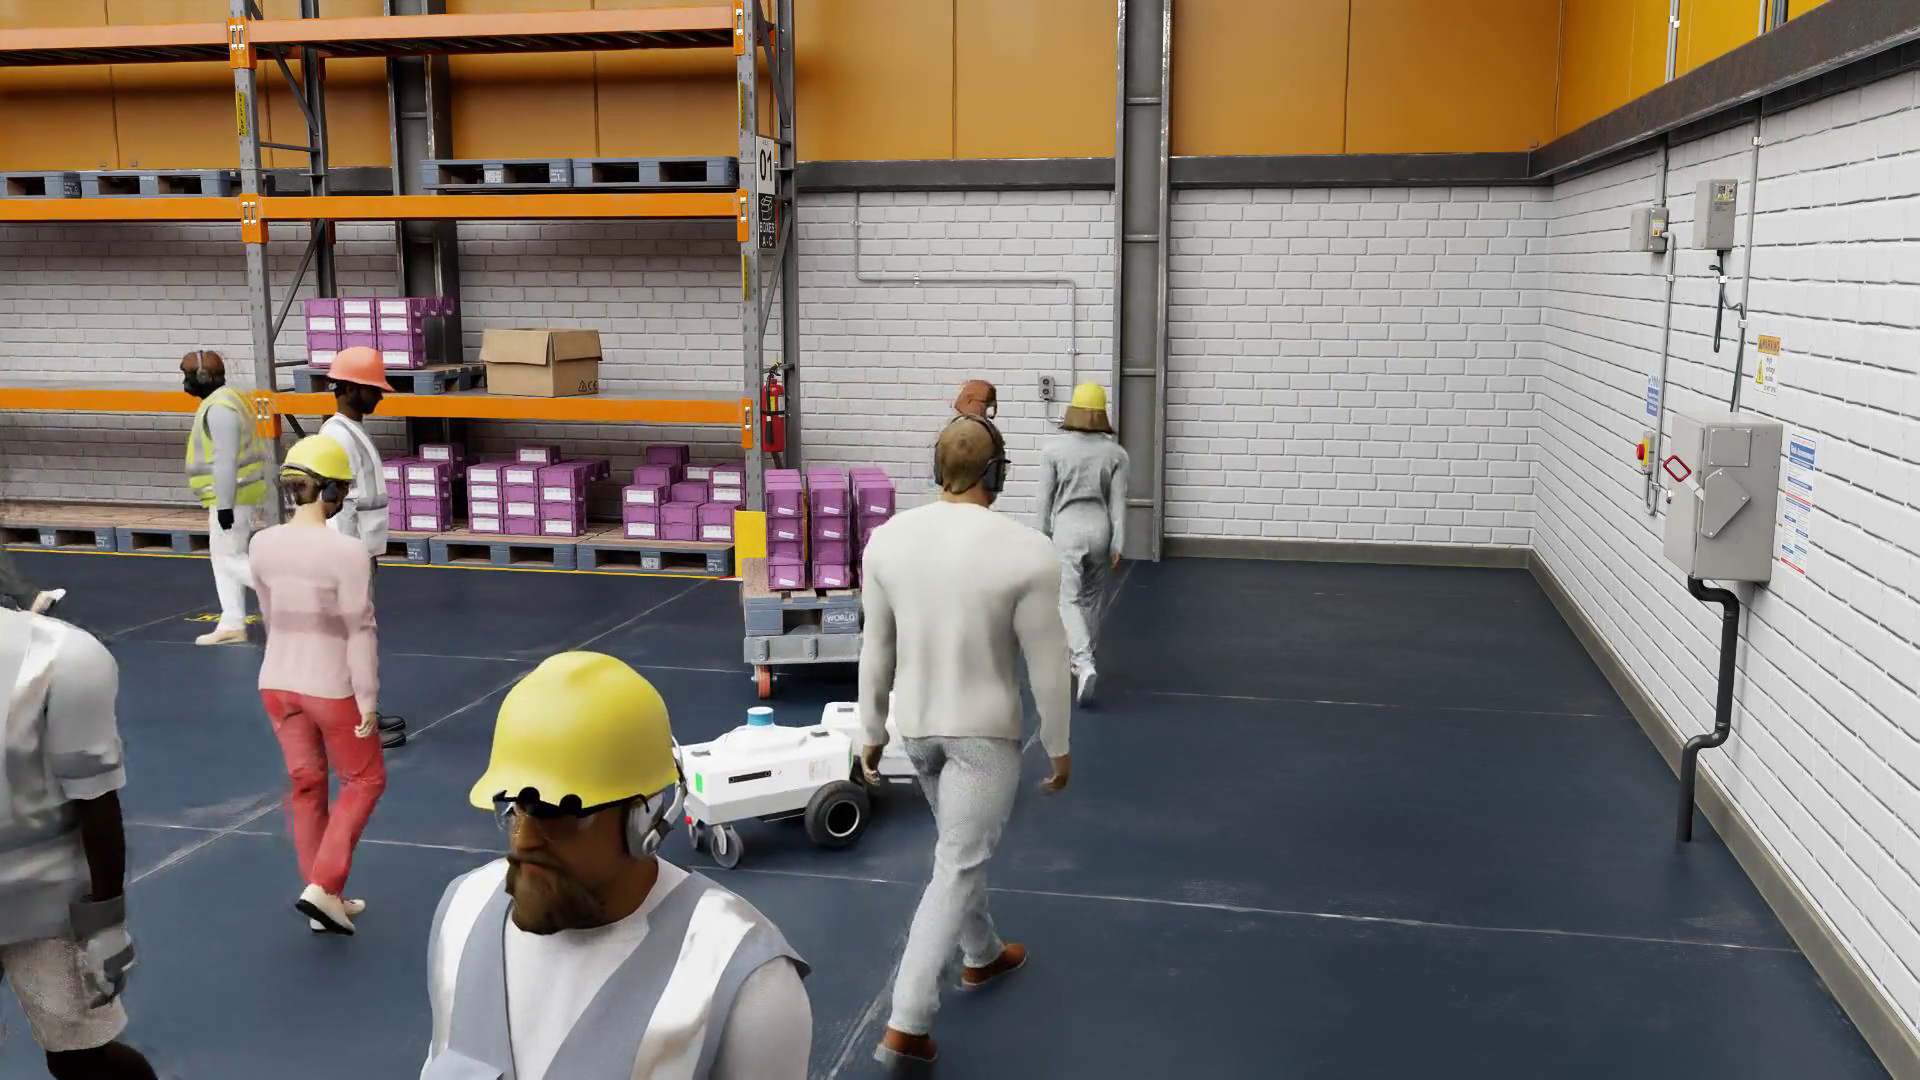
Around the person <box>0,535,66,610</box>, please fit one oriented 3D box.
[{"bbox_3d":[-6.314,-0.363,10.600,0.589,1.869,0.966,6,11,30],"label":"person"}]

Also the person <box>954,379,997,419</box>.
[{"bbox_3d":[0.025,-0.202,10.397,0.443,1.613,0.544,4,10,25],"label":"person"}]

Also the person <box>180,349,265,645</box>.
[{"bbox_3d":[-4.380,-0.257,10.155,0.613,1.816,0.644,-4,10,-22],"label":"person"}]

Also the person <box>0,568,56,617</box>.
[{"bbox_3d":[-5.926,-0.215,9.907,0.780,1.818,0.519,-3,10,-18],"label":"person"}]

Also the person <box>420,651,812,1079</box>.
[{"bbox_3d":[-0.492,1.044,2.235,0.590,1.835,0.404,4,10,22],"label":"person"}]

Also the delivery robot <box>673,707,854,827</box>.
[{"bbox_3d":[-0.792,0.909,6.617,0.707,0.478,0.477,-6,11,-31],"label":"delivery robot"}]

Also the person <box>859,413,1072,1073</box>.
[{"bbox_3d":[-0.013,0.575,4.931,0.650,1.897,0.996,5,11,28],"label":"person"}]

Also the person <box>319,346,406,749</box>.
[{"bbox_3d":[-2.886,0.035,8.028,0.371,1.931,0.543,-3,10,-16],"label":"person"}]

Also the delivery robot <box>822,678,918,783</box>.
[{"bbox_3d":[-0.228,0.826,7.116,0.707,0.478,0.477,0,9,0],"label":"delivery robot"}]

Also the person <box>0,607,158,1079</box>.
[{"bbox_3d":[-2.078,0.756,3.690,0.610,1.936,0.839,0,9,-1],"label":"person"}]

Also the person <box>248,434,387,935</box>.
[{"bbox_3d":[-2.210,0.515,5.725,0.529,1.742,0.439,3,10,18],"label":"person"}]

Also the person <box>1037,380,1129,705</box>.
[{"bbox_3d":[0.676,-0.005,8.942,0.484,1.707,0.823,-2,10,-11],"label":"person"}]
